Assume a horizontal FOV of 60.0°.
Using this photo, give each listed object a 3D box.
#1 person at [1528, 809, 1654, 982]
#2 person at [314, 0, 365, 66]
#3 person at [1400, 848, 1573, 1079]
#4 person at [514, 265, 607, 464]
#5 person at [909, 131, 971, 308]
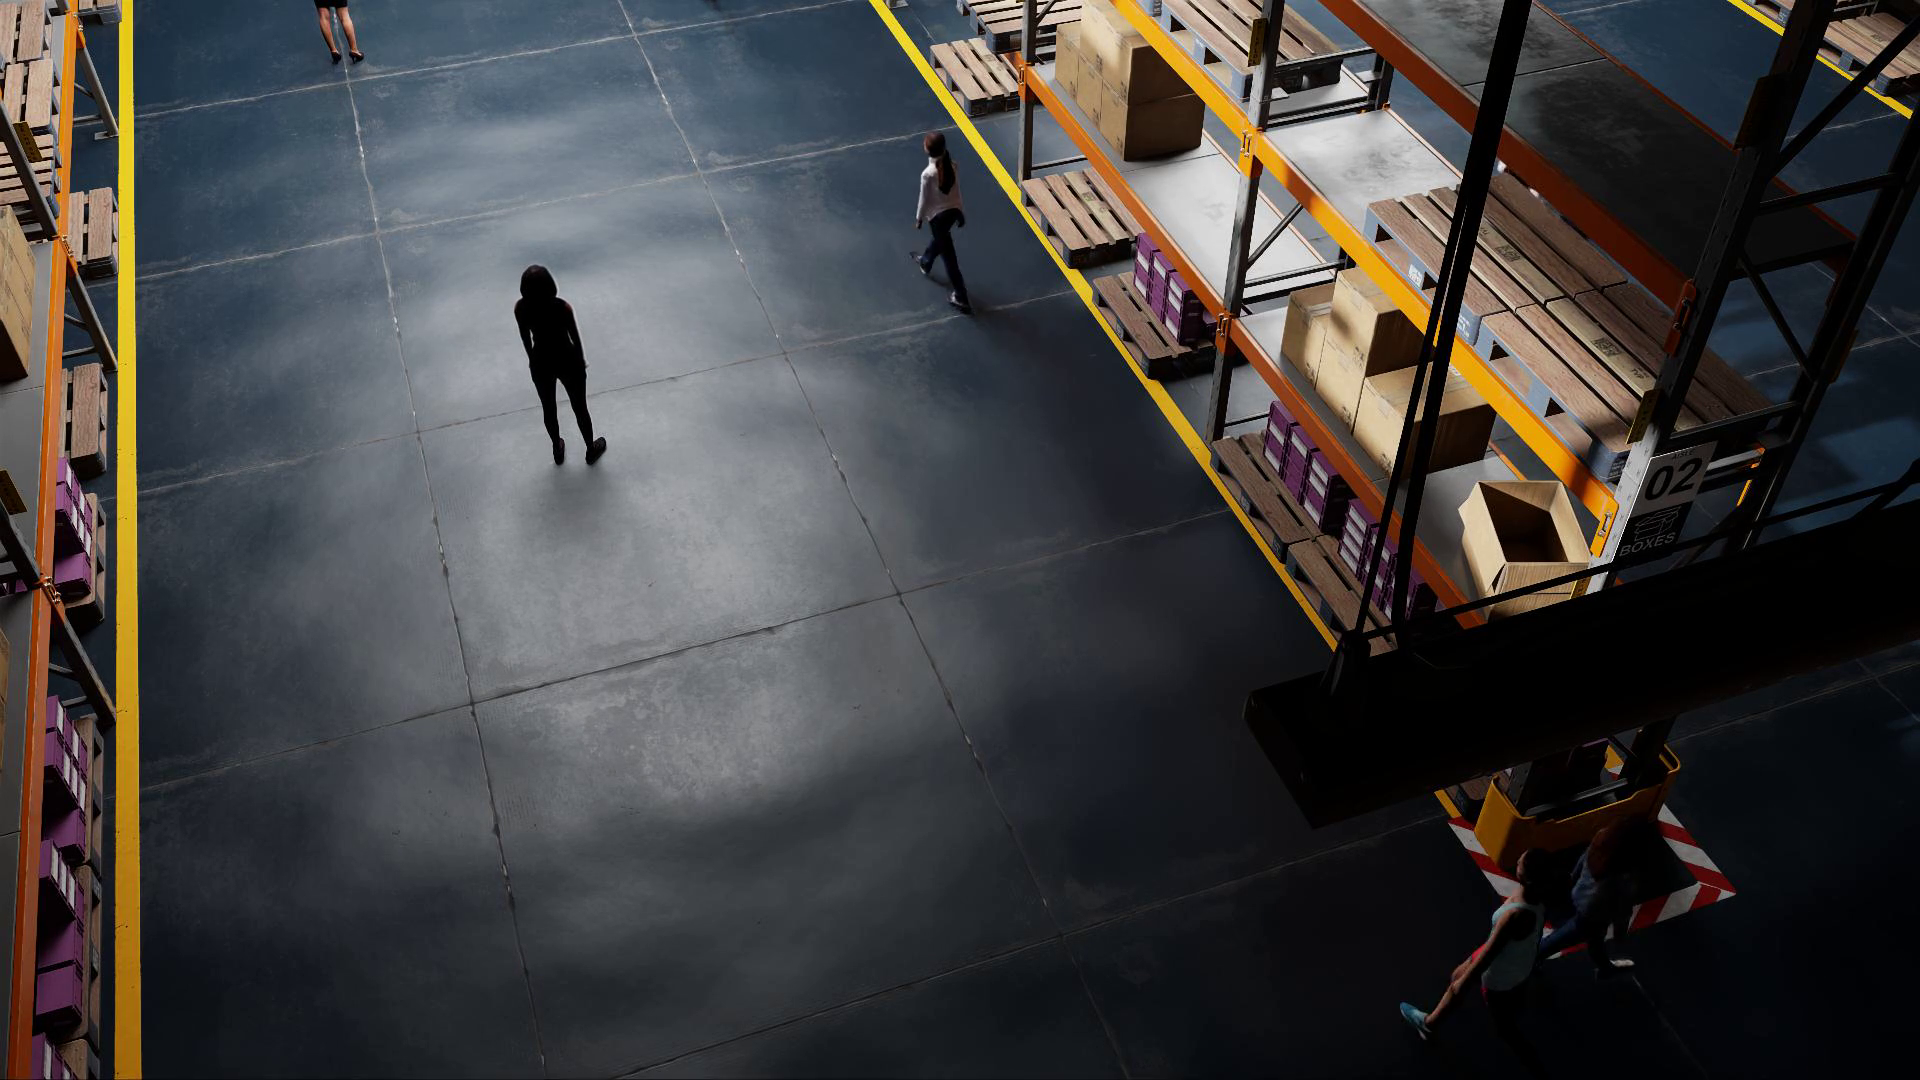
[{"bbox_3d":[3.382,2.000,9.076,0.843,1.445,0.984,-2,44,-2],"label":"person"},{"bbox_3d":[-6.462,-5.657,16.944,0.600,1.677,0.564,0,44,0],"label":"person"},{"bbox_3d":[2.873,2.279,8.585,1.302,1.716,1.002,34,53,30],"label":"person"},{"bbox_3d":[-2.992,-1.298,12.323,0.668,1.740,0.644,1,44,1],"label":"person"},{"bbox_3d":[-0.097,-2.646,13.907,0.770,1.506,1.124,-30,51,-27],"label":"person"}]
